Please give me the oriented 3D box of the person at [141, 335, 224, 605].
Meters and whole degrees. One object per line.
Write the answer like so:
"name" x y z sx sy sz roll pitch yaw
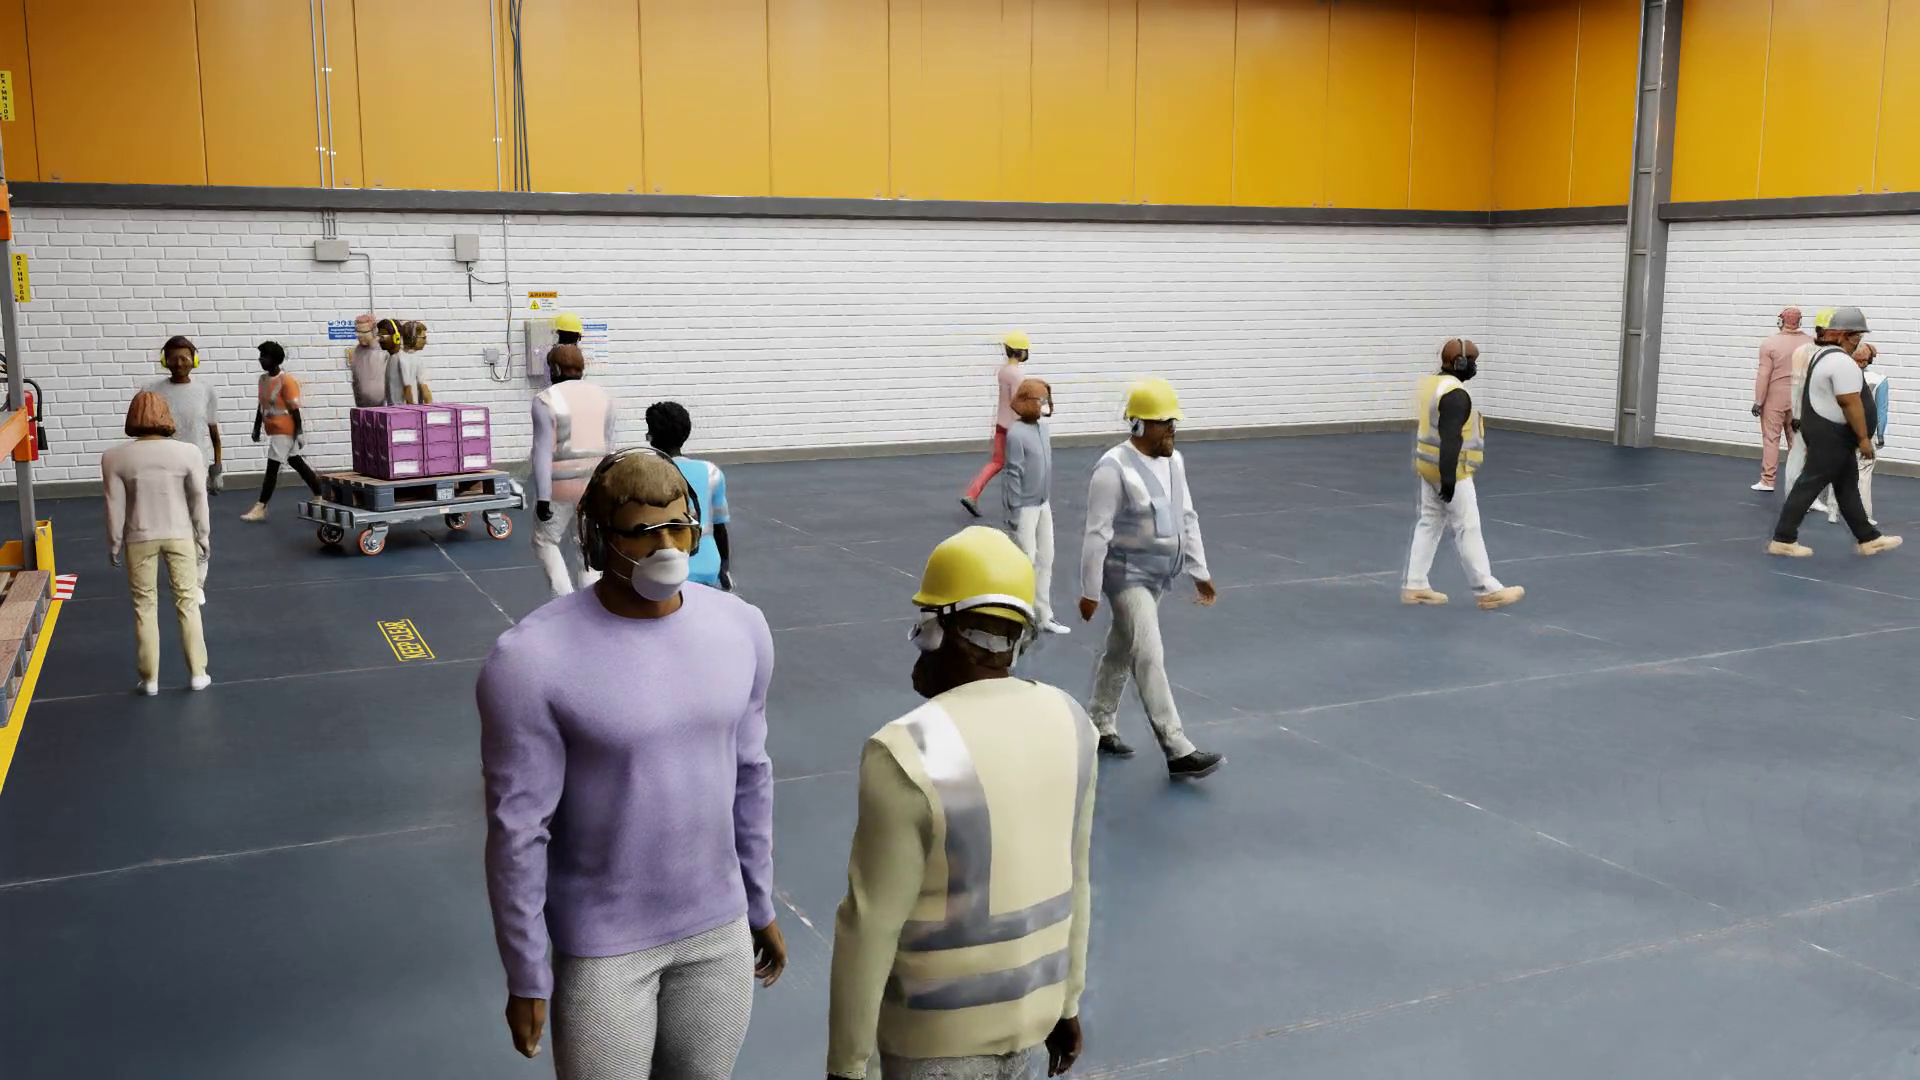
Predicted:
"person" -5.396 -0.503 11.537 0.533 1.846 0.824 -4 10 -24

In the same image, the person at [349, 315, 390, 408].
"person" -5.703 -1.277 16.312 0.660 1.844 0.810 5 10 27

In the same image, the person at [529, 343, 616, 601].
"person" -2.419 -0.305 10.341 0.467 1.823 0.652 8 12 39

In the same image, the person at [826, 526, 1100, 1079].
"person" 0.077 0.883 3.102 0.785 1.794 0.619 8 12 40

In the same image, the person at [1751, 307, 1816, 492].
"person" 8.485 -1.442 17.148 0.655 1.906 0.407 0 9 -3

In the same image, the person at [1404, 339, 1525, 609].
"person" 3.407 -0.443 11.224 0.777 1.811 0.656 0 9 2

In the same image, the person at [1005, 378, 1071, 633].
"person" 0.393 -0.216 10.446 0.585 1.614 0.503 5 11 29

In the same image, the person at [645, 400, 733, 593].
"person" -1.399 0.159 7.998 0.540 1.643 0.879 -9 13 -43

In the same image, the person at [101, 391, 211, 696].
"person" -4.302 0.018 8.936 0.507 1.630 0.268 -5 10 -27

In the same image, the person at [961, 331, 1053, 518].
"person" 0.418 -1.055 15.273 0.831 1.738 0.522 -4 10 -22

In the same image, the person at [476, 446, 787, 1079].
"person" -0.617 0.778 3.273 0.635 1.938 0.354 -8 12 -41

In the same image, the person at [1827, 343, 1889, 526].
"person" 7.994 -0.941 14.862 0.314 1.641 0.515 -8 12 -42

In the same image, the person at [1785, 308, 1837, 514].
"person" 8.070 -1.212 15.663 0.589 1.924 0.384 -4 10 -22

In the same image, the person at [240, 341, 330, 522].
"person" -6.213 -1.010 15.277 0.604 1.647 0.887 8 12 41

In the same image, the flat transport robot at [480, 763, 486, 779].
"flat transport robot" -1.451 1.017 6.948 0.652 0.197 1.431 -6 11 -34

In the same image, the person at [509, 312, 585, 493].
"person" -3.920 -1.255 16.056 0.909 1.886 0.597 -6 11 -32

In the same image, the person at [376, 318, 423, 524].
"person" -5.028 -1.054 14.907 0.422 1.850 0.559 -5 11 -31

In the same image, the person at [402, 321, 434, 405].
"person" -5.037 -1.134 15.518 0.836 1.806 0.515 -7 12 -37

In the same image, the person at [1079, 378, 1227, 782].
"person" 0.886 0.171 7.498 0.893 1.782 0.604 7 11 35

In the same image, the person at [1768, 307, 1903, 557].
"person" 6.964 -0.864 13.142 1.011 2.000 0.694 3 10 17
